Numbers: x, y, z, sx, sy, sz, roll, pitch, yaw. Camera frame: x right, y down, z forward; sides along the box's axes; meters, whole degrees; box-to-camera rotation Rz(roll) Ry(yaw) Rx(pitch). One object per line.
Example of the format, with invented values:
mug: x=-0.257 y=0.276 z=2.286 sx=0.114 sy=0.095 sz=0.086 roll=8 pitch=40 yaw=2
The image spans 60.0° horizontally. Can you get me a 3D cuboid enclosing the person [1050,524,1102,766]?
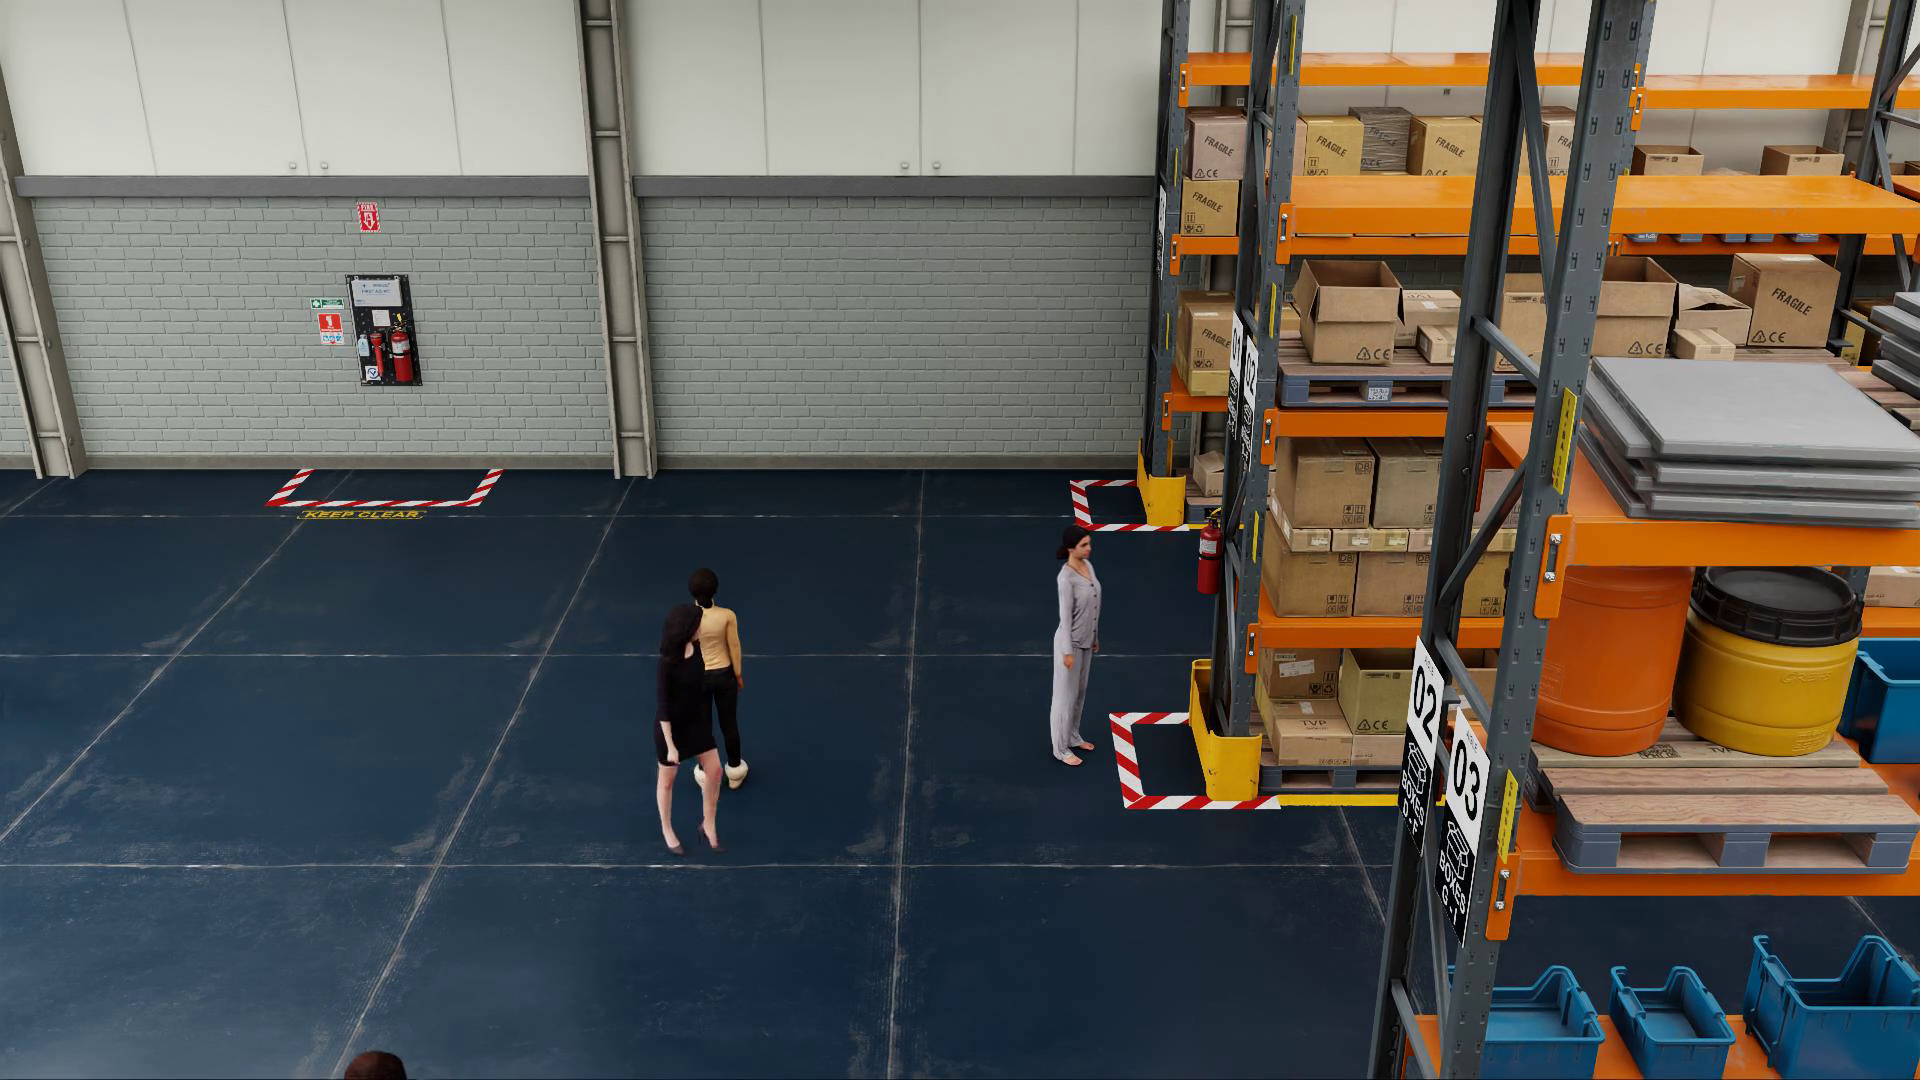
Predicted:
person: x=0.803 y=0.723 z=11.779 sx=0.686 sy=1.774 sz=0.672 roll=12 pitch=26 yaw=27

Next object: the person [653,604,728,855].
person: x=-1.834 y=1.201 z=10.640 sx=0.857 sy=1.784 sz=0.807 roll=17 pitch=28 yaw=34

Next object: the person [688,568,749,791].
person: x=-1.700 y=0.948 z=11.394 sx=0.541 sy=1.659 sz=0.689 roll=-3 pitch=23 yaw=-8
